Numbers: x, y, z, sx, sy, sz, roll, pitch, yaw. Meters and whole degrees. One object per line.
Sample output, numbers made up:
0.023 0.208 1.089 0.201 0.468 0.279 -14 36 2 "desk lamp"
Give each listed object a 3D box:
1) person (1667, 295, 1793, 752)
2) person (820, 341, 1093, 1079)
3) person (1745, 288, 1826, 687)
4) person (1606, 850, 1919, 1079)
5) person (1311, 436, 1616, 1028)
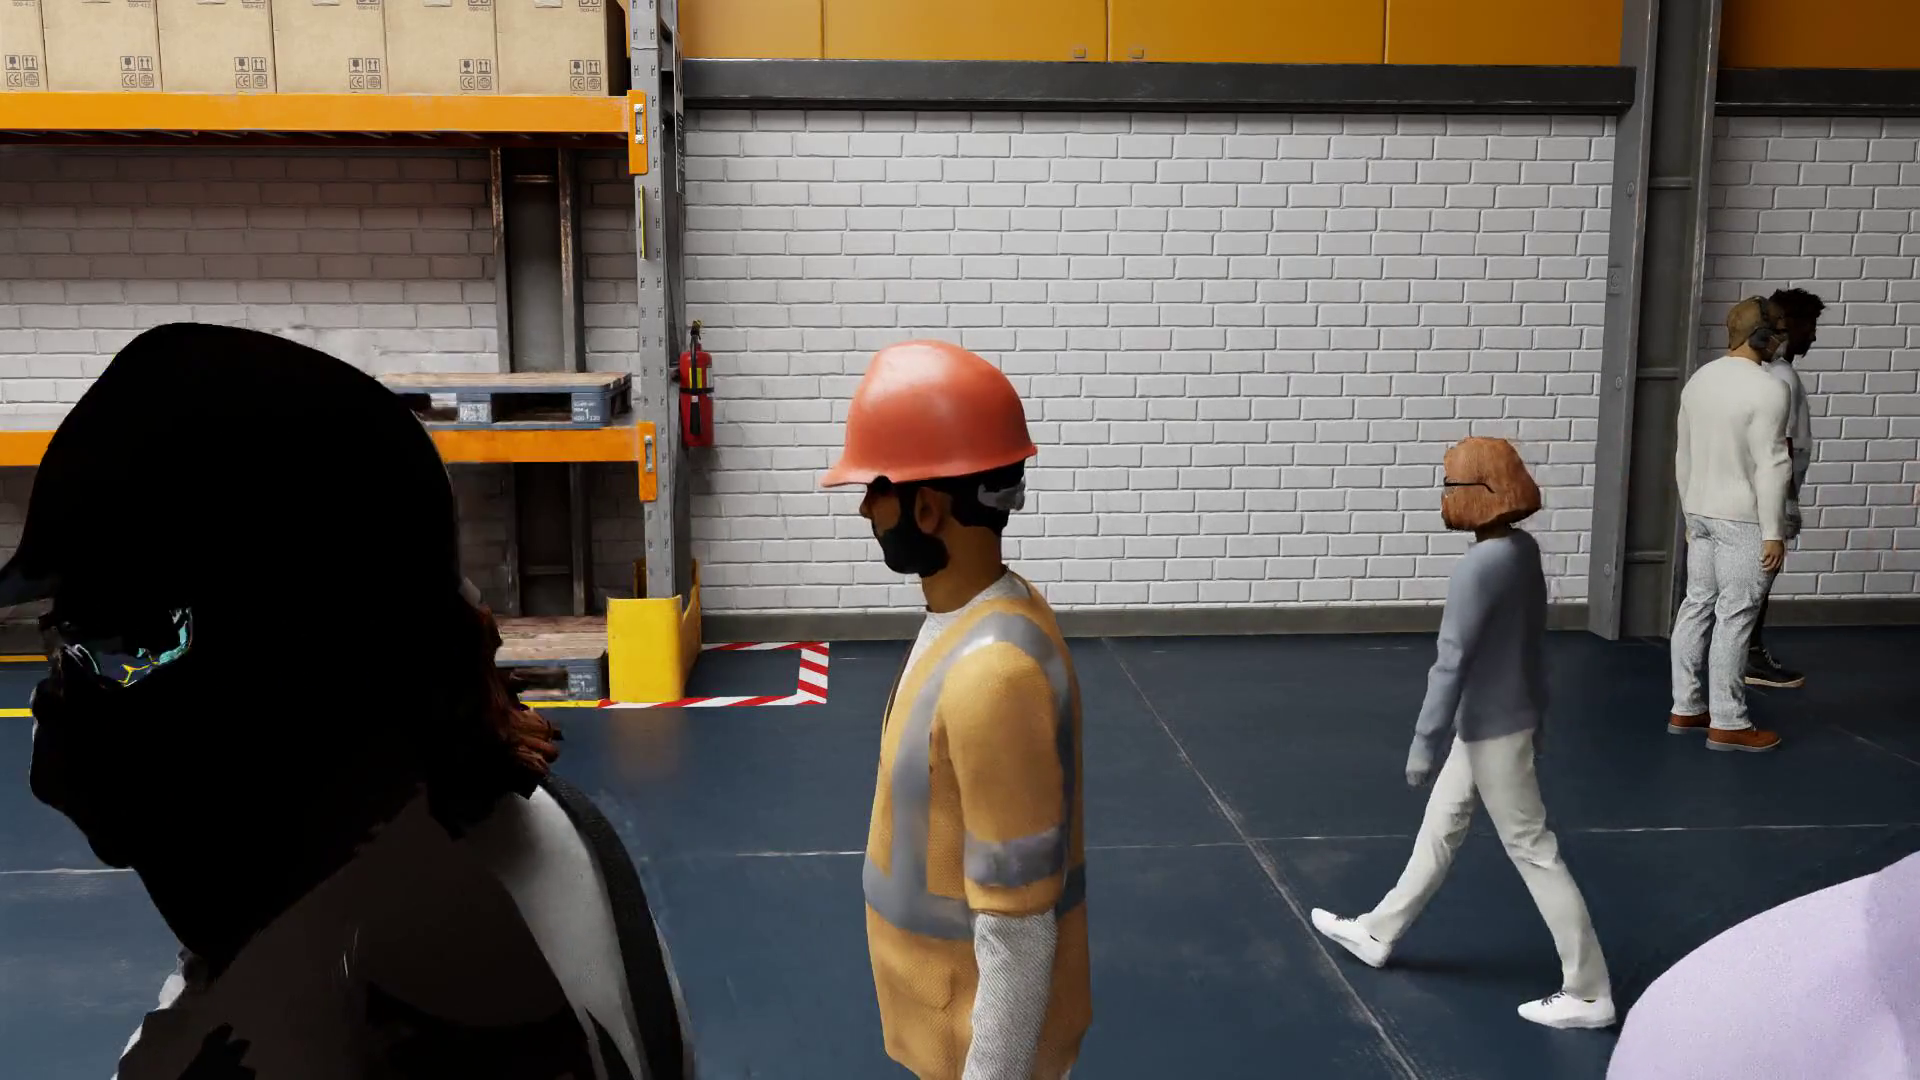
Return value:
3.311 -0.072 7.135 0.353 1.936 0.635 -2 9 -10 "person"
-0.003 0.689 2.372 0.376 1.933 0.545 0 9 -2 "person"
4.027 -0.266 8.284 0.369 1.962 0.650 2 9 12 "person"
0.763 0.928 1.051 0.667 1.865 0.927 1 9 9 "person"
1.405 0.512 4.546 0.901 1.580 0.514 6 11 33 "person"
